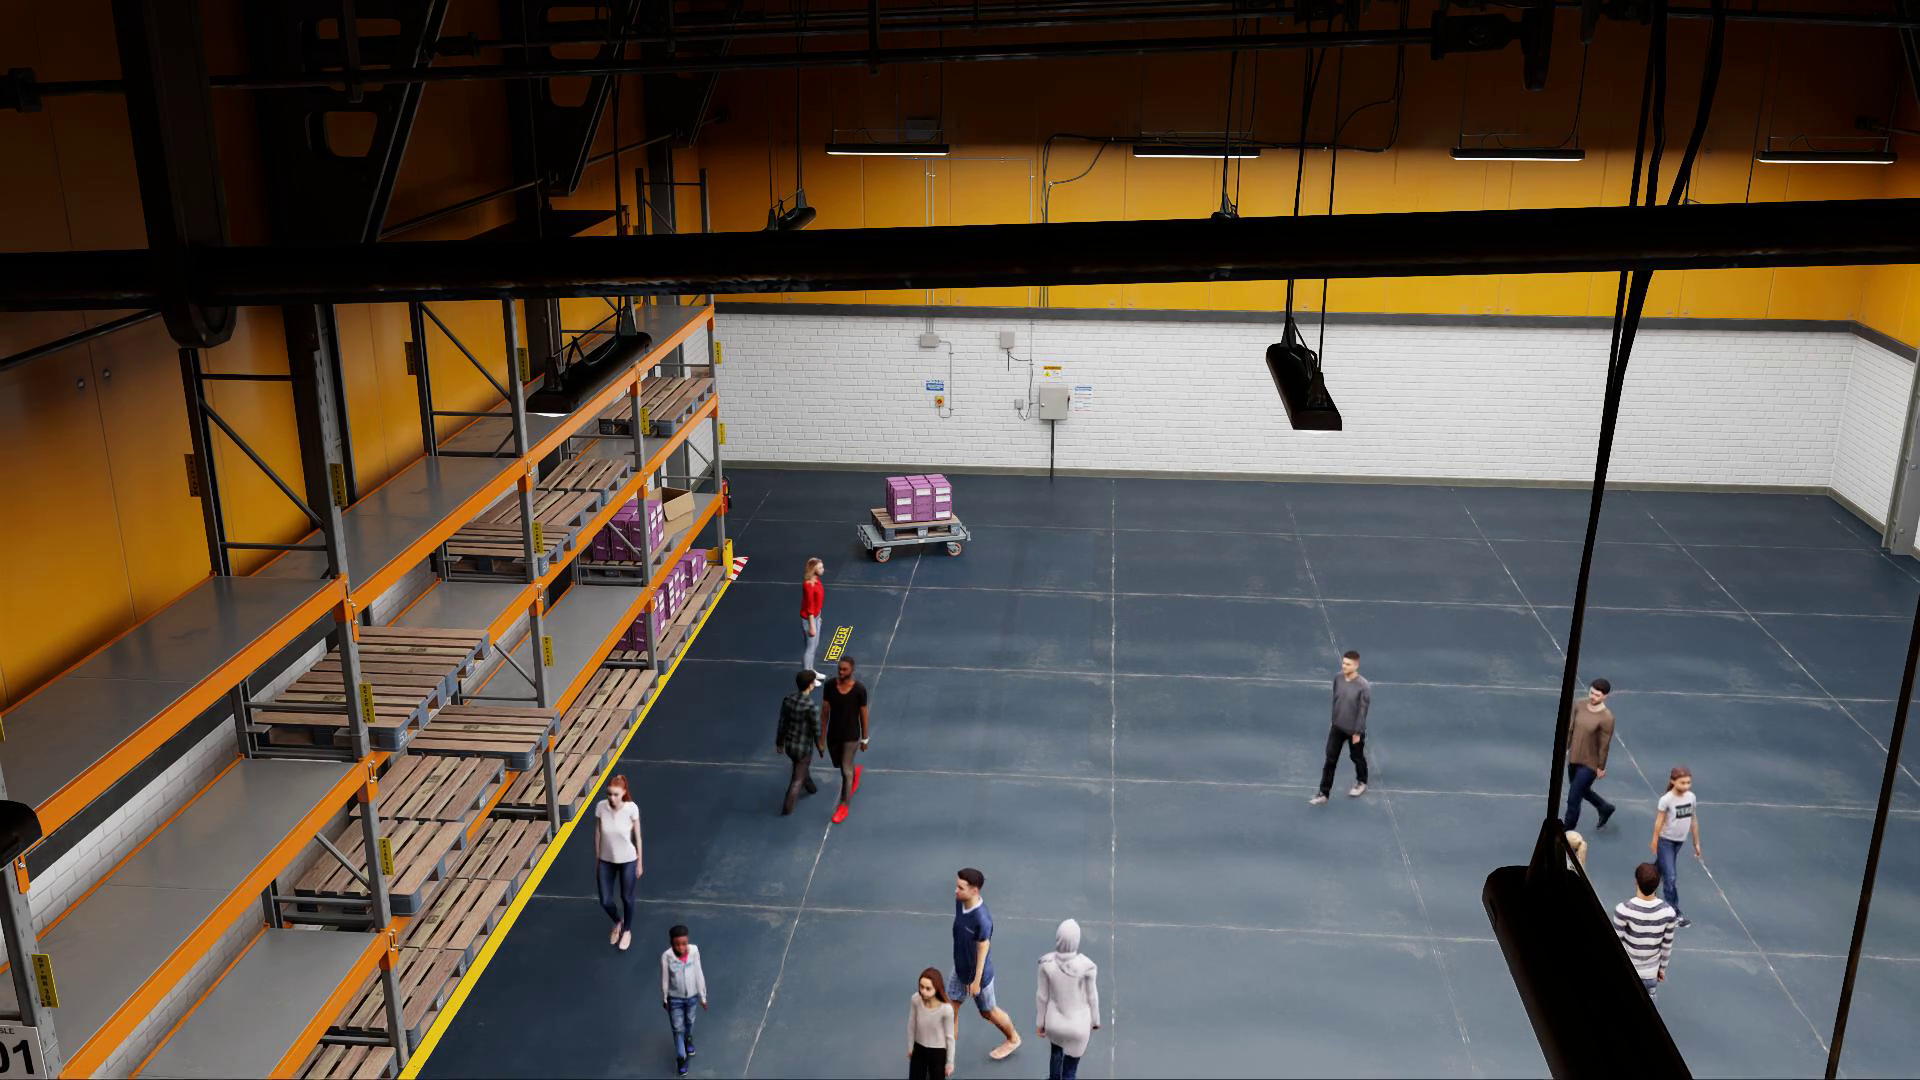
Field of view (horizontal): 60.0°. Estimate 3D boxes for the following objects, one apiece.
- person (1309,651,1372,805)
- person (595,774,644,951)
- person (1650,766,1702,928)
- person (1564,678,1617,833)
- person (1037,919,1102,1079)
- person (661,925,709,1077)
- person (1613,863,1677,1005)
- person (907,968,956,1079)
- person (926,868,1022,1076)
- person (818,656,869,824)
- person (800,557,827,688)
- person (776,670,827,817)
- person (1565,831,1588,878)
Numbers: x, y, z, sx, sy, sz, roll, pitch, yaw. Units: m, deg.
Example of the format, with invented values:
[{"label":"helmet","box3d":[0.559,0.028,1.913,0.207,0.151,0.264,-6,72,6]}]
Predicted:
[{"label":"person","box3d":[4.240,2.012,17.934,1.061,1.718,1.191,17,25,41]},{"label":"person","box3d":[-3.108,2.912,15.246,0.609,1.729,0.592,0,19,1]},{"label":"person","box3d":[6.713,2.829,15.815,0.811,1.523,1.087,-6,20,-18]},{"label":"person","box3d":[6.458,2.249,17.020,1.051,1.853,1.167,-7,20,-20]},{"label":"person","box3d":[0.799,3.751,12.699,0.686,1.764,0.690,7,20,20]},{"label":"person","box3d":[-2.284,3.693,13.695,0.686,1.238,0.853,-7,20,-20]},{"label":"person","box3d":[5.453,3.467,13.414,0.648,1.847,0.537,1,19,2]},{"label":"person","box3d":[-0.194,3.888,12.738,0.628,1.480,0.633,8,20,24]},{"label":"person","box3d":[0.184,3.474,13.456,1.110,1.806,1.163,-10,21,-27]},{"label":"person","box3d":[-1.205,2.047,17.733,0.845,1.781,1.186,6,20,18]},{"label":"person","box3d":[-1.870,1.012,20.939,0.691,1.697,0.492,3,19,8]},{"label":"person","box3d":[-1.770,2.247,17.873,1.109,1.676,1.222,15,23,37]},{"label":"person","box3d":[5.539,3.227,15.035,0.646,1.266,0.704,-13,23,-34]}]
